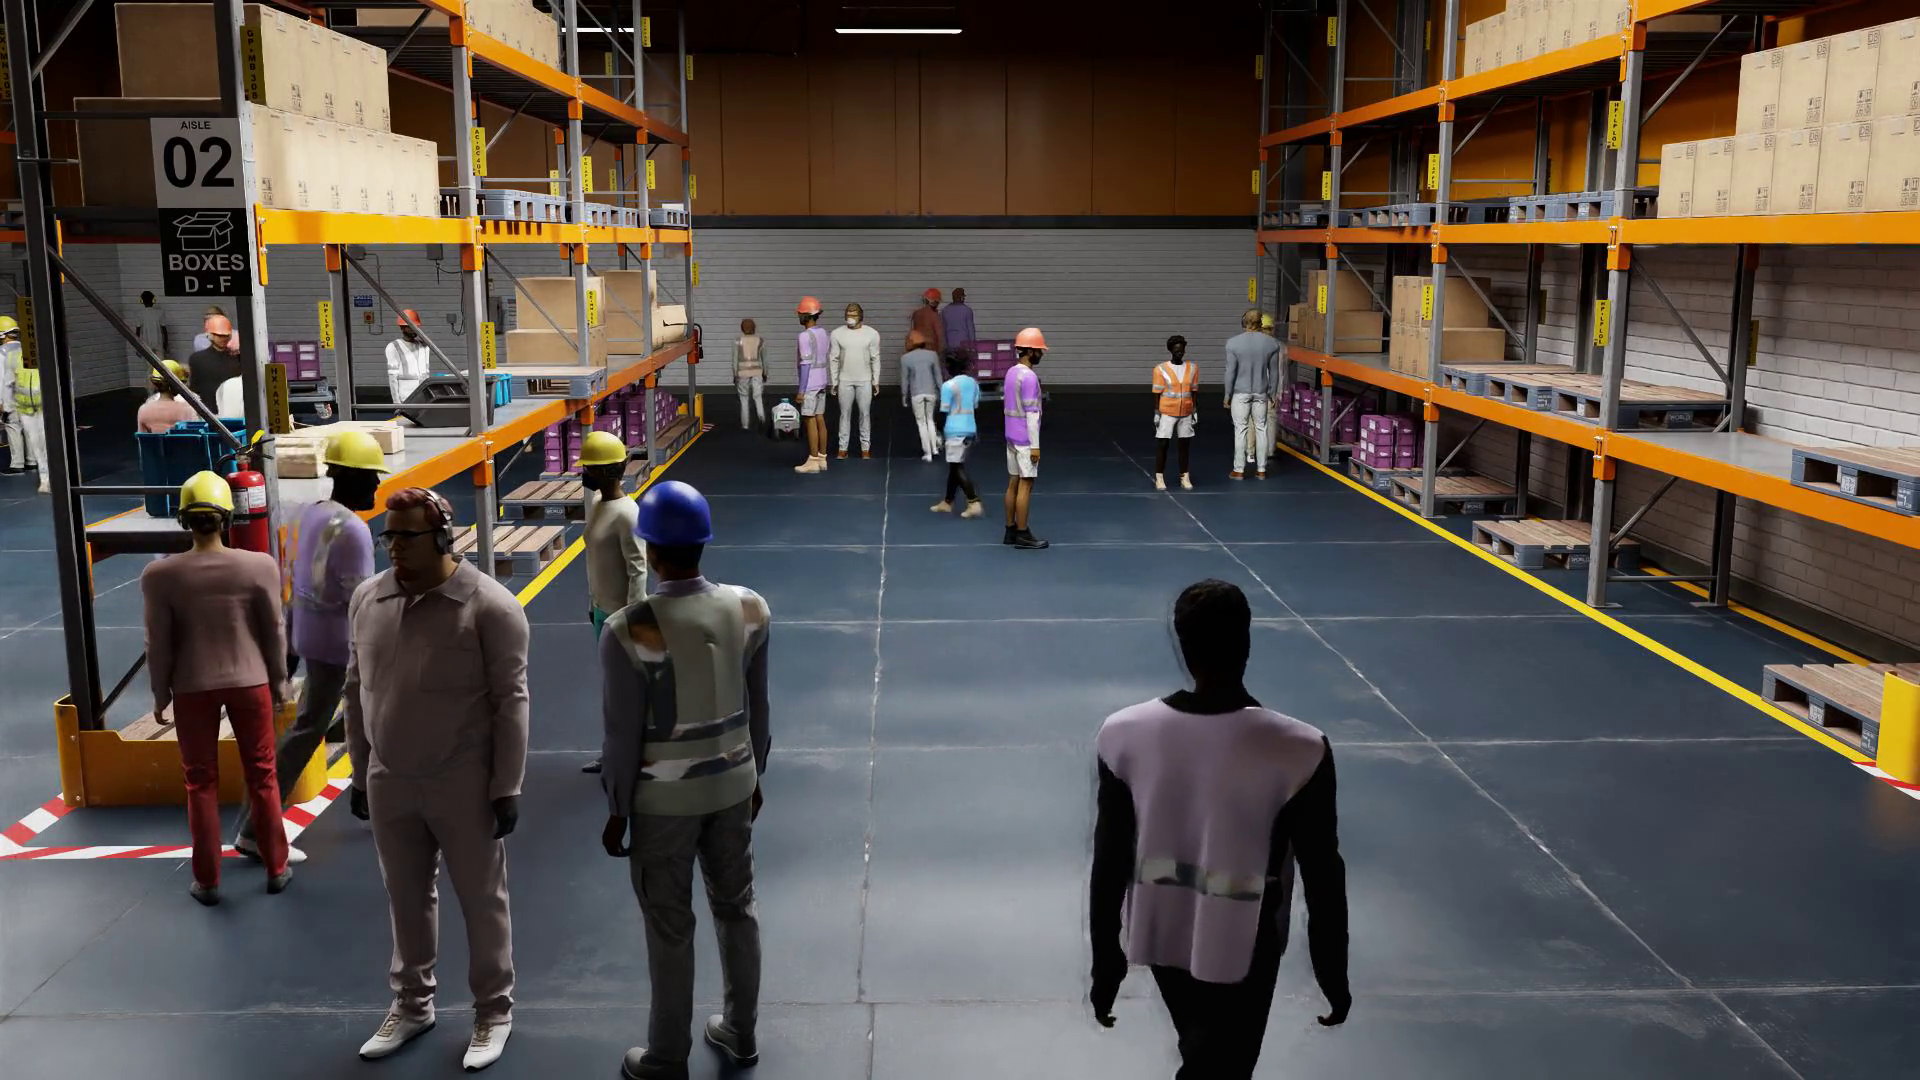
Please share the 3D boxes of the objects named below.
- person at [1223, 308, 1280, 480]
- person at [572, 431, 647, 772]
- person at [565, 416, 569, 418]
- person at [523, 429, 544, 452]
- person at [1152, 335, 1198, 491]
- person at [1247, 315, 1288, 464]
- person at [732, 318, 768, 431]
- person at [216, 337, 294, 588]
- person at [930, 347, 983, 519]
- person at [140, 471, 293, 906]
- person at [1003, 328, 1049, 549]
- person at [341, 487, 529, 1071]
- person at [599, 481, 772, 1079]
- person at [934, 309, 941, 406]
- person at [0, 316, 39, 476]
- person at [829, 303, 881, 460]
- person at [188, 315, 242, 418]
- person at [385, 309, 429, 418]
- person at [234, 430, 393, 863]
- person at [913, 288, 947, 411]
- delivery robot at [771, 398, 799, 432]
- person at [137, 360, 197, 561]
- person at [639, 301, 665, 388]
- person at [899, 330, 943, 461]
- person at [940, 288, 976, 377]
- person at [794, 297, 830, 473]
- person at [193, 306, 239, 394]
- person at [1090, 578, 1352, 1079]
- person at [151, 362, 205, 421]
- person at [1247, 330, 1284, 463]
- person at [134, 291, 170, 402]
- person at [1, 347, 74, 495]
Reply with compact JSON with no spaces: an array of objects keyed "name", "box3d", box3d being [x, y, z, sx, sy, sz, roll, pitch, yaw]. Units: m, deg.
[{"name":"person","box3d":[3.274,-1.637,18.748,0.638,1.938,0.356,-1,10,-7]},{"name":"person","box3d":[-1.718,0.343,8.202,0.327,1.767,0.533,-7,12,-33]},{"name":"person","box3d":[-5.738,-2.467,23.571,0.616,1.866,0.743,-9,14,-41]},{"name":"person","box3d":[-5.430,-2.042,21.304,0.620,1.836,0.429,-7,12,-32]},{"name":"person","box3d":[2.323,-1.368,17.960,0.535,1.689,0.322,-3,11,-16]},{"name":"person","box3d":[3.710,-1.857,20.426,0.630,1.775,0.931,0,10,-2]},{"name":"person","box3d":[-2.963,-2.339,23.600,0.527,1.608,0.726,-4,11,-19]},{"name":"person","box3d":[-5.419,-0.556,12.599,0.731,1.989,0.831,5,11,24]},{"name":"person","box3d":[-0.026,-1.039,16.167,0.713,1.674,0.542,7,12,34]},{"name":"person","box3d":[-3.013,0.600,6.769,0.527,1.768,0.331,-5,11,-25]},{"name":"person","box3d":[0.590,-0.890,14.600,0.377,1.932,0.552,-4,11,-19]},{"name":"person","box3d":[-1.720,0.773,5.415,0.642,1.908,0.407,2,10,13]},{"name":"person","box3d":[-0.858,0.779,5.255,0.605,1.951,0.380,-9,14,-42]},{"name":"person","box3d":[-0.578,-3.033,27.465,0.627,1.609,0.511,10,14,43]},{"name":"person","box3d":[-10.907,-1.657,19.159,0.404,1.832,0.600,1,10,5]},{"name":"person","box3d":[-1.292,-1.946,20.477,0.633,1.936,0.355,0,10,1]},{"name":"person","box3d":[-7.565,-1.332,17.048,0.619,1.953,0.942,-8,13,-39]},{"name":"person","box3d":[-6.100,-1.599,18.544,0.359,1.938,0.545,6,12,31]},{"name":"person","box3d":[-2.762,0.460,7.313,0.995,1.862,0.603,-7,12,-33]},{"name":"person","box3d":[-0.462,-2.951,26.026,0.695,1.953,0.619,-7,12,-34]},{"name":"delivery robot","box3d":[-2.376,-1.683,22.599,0.477,0.478,0.707,-2,10,-10]},{"name":"person","box3d":[-6.145,-0.522,13.021,0.525,1.769,0.315,2,10,10]},{"name":"person","box3d":[-4.646,-2.736,24.863,0.344,1.942,0.549,9,14,41]},{"name":"person","box3d":[-0.473,-1.768,20.391,0.555,1.603,0.453,-4,11,-23]},{"name":"person","box3d":[-0.012,-3.280,27.996,0.642,1.909,0.410,5,11,27]},{"name":"person","box3d":[-1.738,-1.794,19.355,0.400,2.049,0.614,4,11,19]},{"name":"person","box3d":[-8.694,-1.789,19.607,0.655,1.930,0.409,1,10,4]},{"name":"person","box3d":[0.642,1.027,4.147,0.602,1.846,0.999,8,13,38]},{"name":"person","box3d":[-7.037,-0.783,14.884,0.523,1.606,0.737,3,11,18]},{"name":"person","box3d":[3.685,-1.744,20.224,0.494,1.625,0.282,-2,10,-9]},{"name":"person","box3d":[-13.552,-3.241,27.898,0.521,1.865,0.328,-6,12,-31]},{"name":"person","box3d":[-9.790,-1.364,17.607,0.648,1.810,0.858,-2,10,-9]}]
